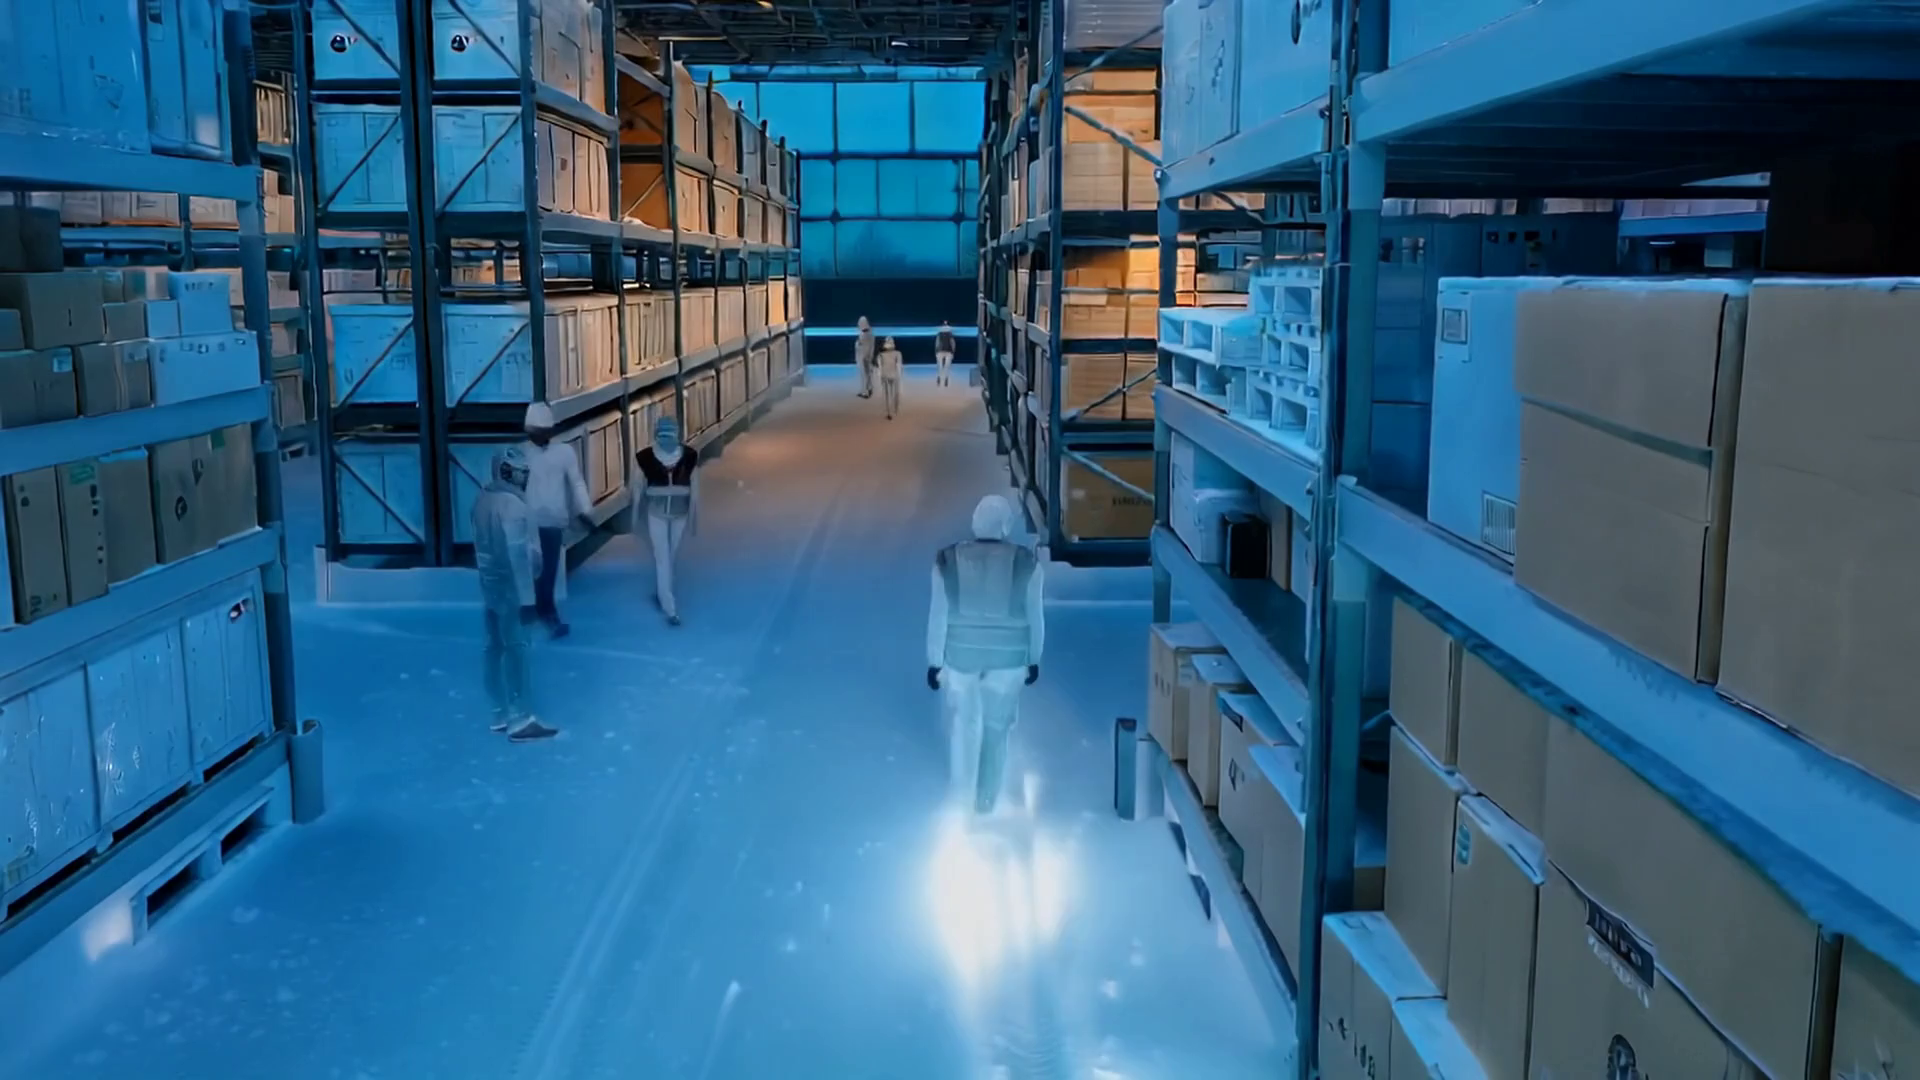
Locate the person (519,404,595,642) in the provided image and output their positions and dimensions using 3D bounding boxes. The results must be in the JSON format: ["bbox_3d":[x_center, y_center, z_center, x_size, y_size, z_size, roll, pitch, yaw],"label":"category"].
[{"bbox_3d":[-3.384,-0.154,13.676,0.620,1.931,1.046,-7,12,-37],"label":"person"}]

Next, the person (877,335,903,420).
[{"bbox_3d":[-1.399,-3.235,33.226,0.516,1.710,0.772,-1,9,-5],"label":"person"}]

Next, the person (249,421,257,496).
[{"bbox_3d":[-9.565,-1.379,22.129,0.501,1.631,0.287,2,9,10],"label":"person"}]

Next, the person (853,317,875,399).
[{"bbox_3d":[-2.265,-4.274,39.038,0.410,1.909,0.642,-6,11,-34],"label":"person"}]

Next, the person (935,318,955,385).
[{"bbox_3d":[-0.390,-4.896,43.342,0.535,1.749,0.396,1,9,3],"label":"person"}]

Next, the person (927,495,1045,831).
[{"bbox_3d":[0.158,0.638,9.246,0.639,1.801,0.901,1,9,7],"label":"person"}]

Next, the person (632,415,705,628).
[{"bbox_3d":[-2.529,-0.192,14.365,0.570,1.803,0.965,-5,10,-27],"label":"person"}]

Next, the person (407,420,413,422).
[{"bbox_3d":[-7.009,-1.484,22.040,0.598,1.869,0.655,-2,10,-13],"label":"person"}]

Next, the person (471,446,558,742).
[{"bbox_3d":[-2.888,0.341,10.758,0.399,1.905,0.642,-7,12,-37],"label":"person"}]
